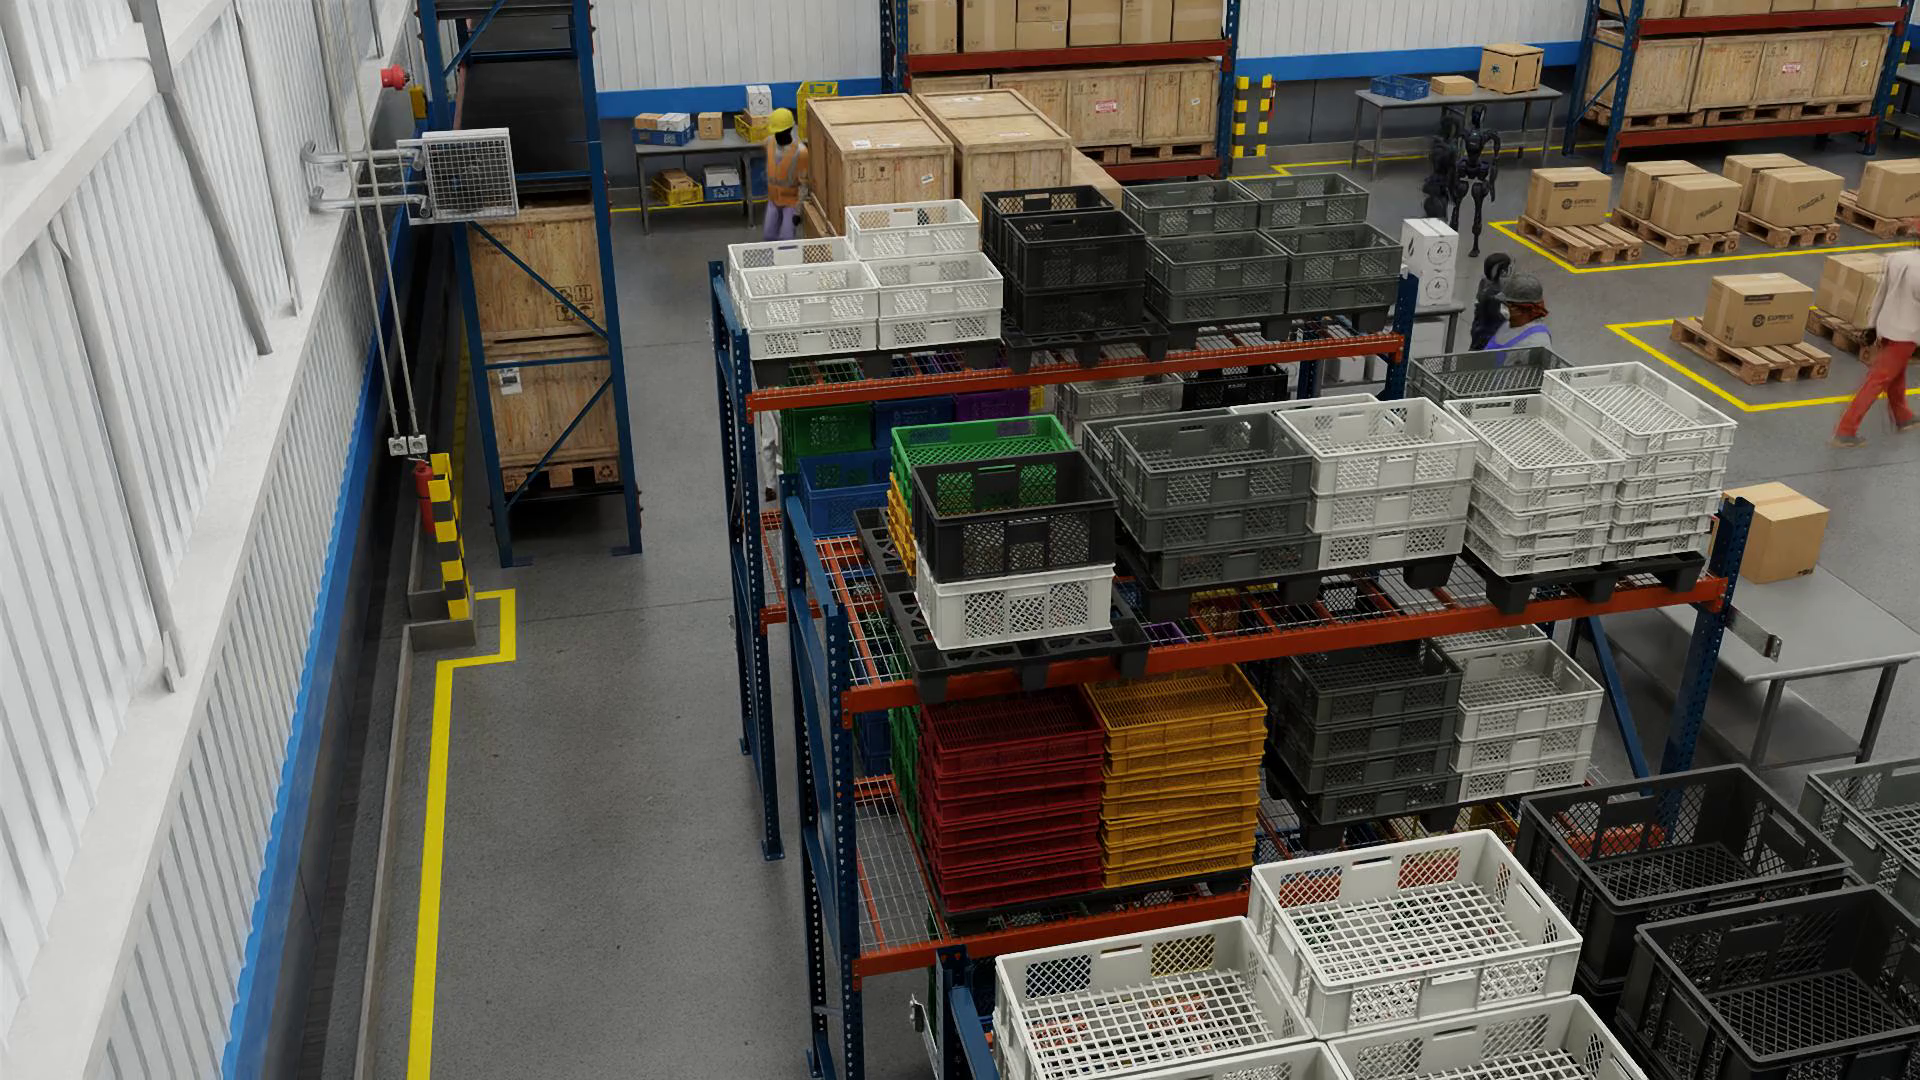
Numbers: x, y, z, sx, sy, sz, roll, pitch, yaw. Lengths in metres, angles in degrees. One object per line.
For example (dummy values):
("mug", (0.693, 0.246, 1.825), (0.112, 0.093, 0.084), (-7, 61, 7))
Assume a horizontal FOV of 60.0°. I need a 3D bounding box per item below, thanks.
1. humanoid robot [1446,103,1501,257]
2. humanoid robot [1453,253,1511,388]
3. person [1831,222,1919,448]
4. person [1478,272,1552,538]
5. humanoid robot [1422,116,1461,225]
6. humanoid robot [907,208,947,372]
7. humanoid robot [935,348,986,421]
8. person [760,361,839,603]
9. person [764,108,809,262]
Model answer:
("humanoid robot", (5.494, -3.873, 17.882), (0.578, 1.649, 0.341), (14, 31, 24))
("humanoid robot", (4.209, -1.521, 13.424), (0.405, 1.649, 0.606), (-6, 28, -11))
("person", (7.670, -1.678, 13.422), (1.027, 1.943, 0.605), (-3, 28, -6))
("person", (3.881, -0.944, 11.939), (0.539, 2.000, 0.689), (1, 28, 2))
("humanoid robot", (4.984, -3.636, 17.432), (0.463, 1.640, 0.610), (17, 32, 29))
("humanoid robot", (-0.347, -2.058, 14.425), (0.586, 1.657, 0.331), (-14, 31, -24))
("humanoid robot", (-0.003, -1.027, 12.470), (0.314, 1.657, 0.610), (-21, 34, -34))
("person", (-1.030, -0.411, 11.095), (0.572, 1.883, 0.359), (-3, 28, -5))
("person", (-1.743, -3.429, 16.793), (0.642, 1.902, 0.753), (17, 32, 29))
